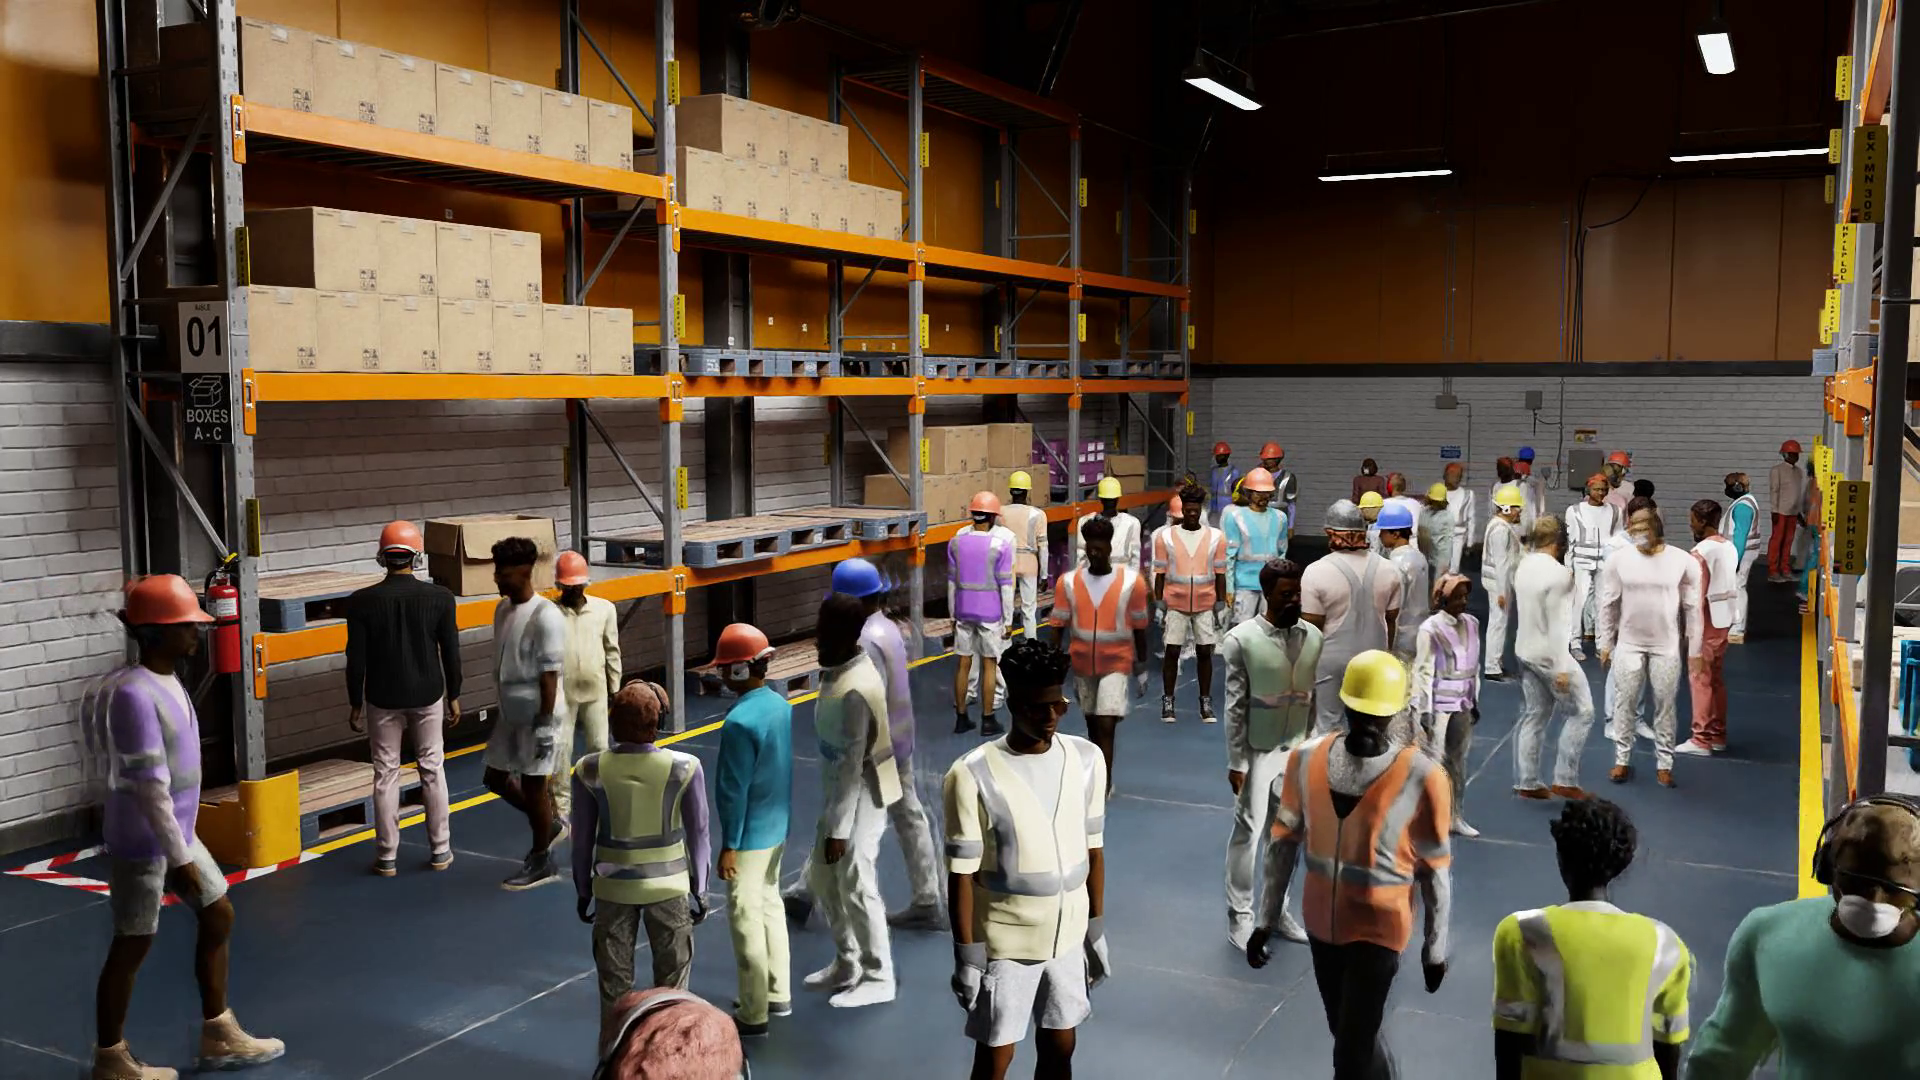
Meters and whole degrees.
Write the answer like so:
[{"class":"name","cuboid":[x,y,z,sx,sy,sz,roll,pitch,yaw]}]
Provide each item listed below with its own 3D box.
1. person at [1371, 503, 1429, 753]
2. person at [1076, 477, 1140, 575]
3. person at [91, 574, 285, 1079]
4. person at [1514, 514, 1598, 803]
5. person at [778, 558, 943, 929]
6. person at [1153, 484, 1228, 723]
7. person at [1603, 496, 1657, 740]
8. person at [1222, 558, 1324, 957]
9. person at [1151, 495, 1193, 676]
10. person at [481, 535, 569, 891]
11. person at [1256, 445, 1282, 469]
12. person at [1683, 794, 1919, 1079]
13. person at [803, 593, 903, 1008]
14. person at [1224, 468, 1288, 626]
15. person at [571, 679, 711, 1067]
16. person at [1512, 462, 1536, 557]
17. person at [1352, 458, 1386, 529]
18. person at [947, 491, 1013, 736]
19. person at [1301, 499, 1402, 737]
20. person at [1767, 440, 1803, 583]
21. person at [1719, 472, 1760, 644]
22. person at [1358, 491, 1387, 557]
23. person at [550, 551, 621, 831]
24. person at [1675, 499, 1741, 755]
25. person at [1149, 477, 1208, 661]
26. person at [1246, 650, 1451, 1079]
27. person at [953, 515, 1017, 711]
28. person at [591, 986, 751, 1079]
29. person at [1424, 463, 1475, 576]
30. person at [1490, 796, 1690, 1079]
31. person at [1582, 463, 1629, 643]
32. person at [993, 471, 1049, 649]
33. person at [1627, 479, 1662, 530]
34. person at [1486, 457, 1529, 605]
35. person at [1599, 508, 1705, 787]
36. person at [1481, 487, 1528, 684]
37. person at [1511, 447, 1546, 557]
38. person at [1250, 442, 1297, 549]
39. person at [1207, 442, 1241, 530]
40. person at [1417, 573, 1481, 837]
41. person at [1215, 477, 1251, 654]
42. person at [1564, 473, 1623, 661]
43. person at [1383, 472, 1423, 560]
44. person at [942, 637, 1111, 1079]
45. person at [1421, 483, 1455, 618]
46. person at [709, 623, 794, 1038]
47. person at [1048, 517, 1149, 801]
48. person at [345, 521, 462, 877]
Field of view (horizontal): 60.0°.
[{"class":"person","cuboid":[3.046,0.714,11.552,0.413,1.939,0.605,3,6,33]},{"class":"person","cuboid":[1.349,0.387,15.127,0.593,1.925,0.381,0,5,-2]},{"class":"person","cuboid":[-3.014,1.143,6.452,0.831,2.017,0.607,-1,5,-11]},{"class":"person","cuboid":[3.927,0.790,10.871,0.583,1.924,0.649,-1,5,-7]},{"class":"person","cuboid":[-0.540,1.030,8.384,1.007,1.883,0.650,1,5,10]},{"class":"person","cuboid":[1.873,0.521,13.549,0.602,1.957,0.385,0,5,3]},{"class":"person","cuboid":[5.198,0.607,12.867,0.597,1.909,0.405,-3,6,-30]},{"class":"person","cuboid":[1.528,1.038,8.151,0.590,1.920,0.399,-3,6,-31]},{"class":"person","cuboid":[2.077,0.421,15.851,0.565,1.723,0.460,-1,5,-11]},{"class":"person","cuboid":[-2.368,0.938,9.102,0.610,1.948,0.441,5,7,41]},{"class":"person","cuboid":[4.791,-0.580,25.954,0.345,1.847,0.508,-5,7,-42]},{"class":"person","cuboid":[1.800,1.472,3.514,0.702,1.914,0.692,-3,6,-26]},{"class":"person","cuboid":[-0.473,1.146,7.246,0.445,1.868,0.675,-1,5,-14]},{"class":"person","cuboid":[2.593,0.389,14.481,0.611,2.042,0.395,-2,6,-19]},{"class":"person","cuboid":[-1.205,1.348,6.306,0.522,1.638,0.310,0,5,-3]},{"class":"person","cuboid":[7.413,-0.167,22.058,0.346,1.743,0.566,-3,6,-31]},{"class":"person","cuboid":[6.307,-0.448,25.663,0.502,1.632,0.284,2,6,22]},{"class":"person","cuboid":[0.167,0.578,13.086,0.549,1.927,0.393,2,6,25]},{"class":"person","cuboid":[2.408,0.756,10.546,0.674,2.000,0.535,-2,6,-18]},{"class":"person","cuboid":[11.554,-0.402,23.243,0.609,1.996,0.379,-3,6,-29]},{"class":"person","cuboid":[8.311,0.190,17.787,0.429,1.831,0.632,2,6,25]},{"class":"person","cuboid":[4.001,0.396,16.084,0.356,1.734,0.483,2,6,20]},{"class":"person","cuboid":[-2.373,0.930,10.285,0.575,1.738,0.351,-3,6,-26]},{"class":"person","cuboid":[5.597,0.649,12.422,0.597,1.908,0.401,-5,7,-45]},{"class":"person","cuboid":[2.132,0.302,16.518,0.809,1.839,0.534,-4,7,-40]},{"class":"person","cuboid":[1.350,1.297,5.653,0.590,1.880,0.944,5,7,44]},{"class":"person","cuboid":[0.212,0.517,14.142,0.566,1.847,0.389,2,6,23]},{"class":"person","cuboid":[-0.403,1.588,2.400,0.653,1.894,0.401,-4,7,-36]},{"class":"person","cuboid":[5.624,0.039,19.222,0.563,1.854,0.725,2,6,25]},{"class":"person","cuboid":[1.623,1.515,4.302,0.554,1.665,0.462,0,5,-3]},{"class":"person","cuboid":[6.817,0.157,17.574,0.377,1.933,0.628,-2,6,-17]},{"class":"person","cuboid":[0.565,0.300,16.048,0.594,1.926,0.367,1,5,13]},{"class":"person","cuboid":[7.727,0.156,18.834,0.540,1.695,0.317,-4,7,-38]},{"class":"person","cuboid":[6.850,-0.110,20.756,0.551,1.869,0.603,-4,6,-34]},{"class":"person","cuboid":[4.743,0.738,11.425,0.680,1.916,0.422,3,6,30]},{"class":"person","cuboid":[5.035,0.415,15.396,0.404,1.824,0.586,2,6,17]},{"class":"person","cuboid":[7.884,-0.358,23.312,0.601,1.900,1.003,2,6,25]},{"class":"person","cuboid":[3.941,-0.217,21.020,0.609,2.040,0.394,4,6,34]},{"class":"person","cuboid":[3.794,-0.453,24.095,0.362,1.935,0.553,-5,7,-42]},{"class":"person","cuboid":[2.936,1.008,10.027,0.509,1.632,0.315,-4,6,-35]},{"class":"person","cuboid":[2.754,0.277,16.745,0.378,1.844,0.569,0,5,-4]},{"class":"person","cuboid":[6.325,0.272,16.613,0.574,1.880,0.357,0,5,2]},{"class":"person","cuboid":[4.622,0.184,17.860,0.577,1.814,0.791,-3,6,-29]},{"class":"person","cuboid":[0.223,1.278,5.401,0.599,1.958,0.374,-3,6,-31]},{"class":"person","cuboid":[5.193,0.214,18.138,0.474,1.697,0.526,-3,6,-30]},{"class":"person","cuboid":[-0.906,1.222,7.120,0.354,1.738,0.577,1,5,14]},{"class":"person","cuboid":[0.868,0.807,10.677,0.628,1.908,1.022,2,6,19]},{"class":"person","cuboid":[-3.135,0.886,9.388,0.622,1.992,0.395,-2,6,-23]}]
